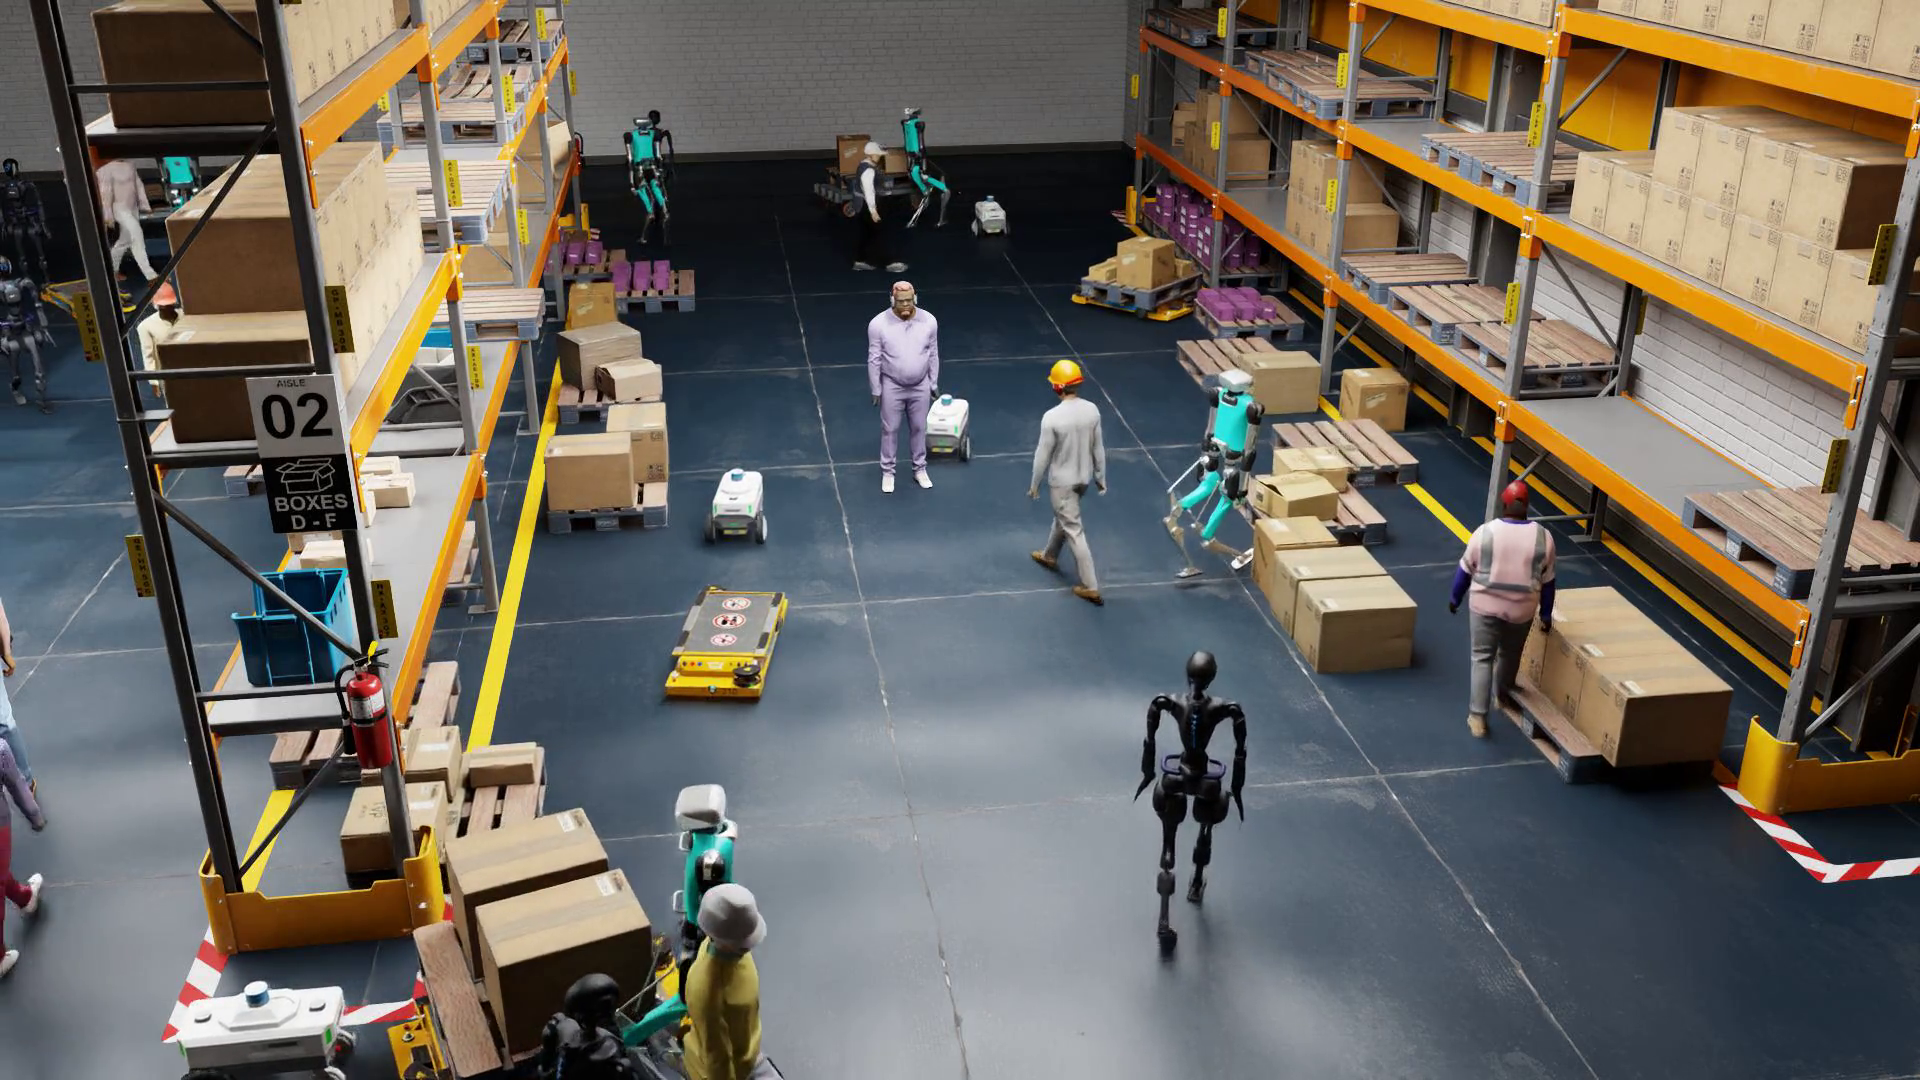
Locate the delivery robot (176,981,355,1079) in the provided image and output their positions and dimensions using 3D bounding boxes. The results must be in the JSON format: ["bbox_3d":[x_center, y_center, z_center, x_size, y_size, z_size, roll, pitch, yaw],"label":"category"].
[{"bbox_3d":[-3.324,2.383,7.916,0.815,0.614,0.499,-4,24,-8],"label":"delivery robot"}]

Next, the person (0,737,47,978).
[{"bbox_3d":[-5.083,1.442,8.723,0.525,1.591,0.833,0,24,0],"label":"person"}]

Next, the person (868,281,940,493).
[{"bbox_3d":[-0.485,-1.356,14.730,0.650,1.906,0.413,-7,25,-15],"label":"person"}]

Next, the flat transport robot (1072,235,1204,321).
[{"bbox_3d":[2.141,-2.950,20.399,1.431,0.231,0.659,19,30,36],"label":"flat transport robot"}]

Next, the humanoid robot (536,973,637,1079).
[{"bbox_3d":[-1.443,2.383,6.508,0.611,1.649,0.331,16,29,33],"label":"humanoid robot"}]

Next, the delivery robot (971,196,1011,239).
[{"bbox_3d":[0.434,-4.629,23.866,0.513,0.593,0.765,-3,24,-8],"label":"delivery robot"}]

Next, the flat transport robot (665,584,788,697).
[{"bbox_3d":[-1.668,0.718,12.043,0.659,0.231,1.431,1,24,2],"label":"flat transport robot"}]

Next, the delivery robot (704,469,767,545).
[{"bbox_3d":[-1.867,-0.286,13.997,0.499,0.614,0.815,0,24,0],"label":"delivery robot"}]

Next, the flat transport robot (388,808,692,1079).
[{"bbox_3d":[-2.047,2.387,8.241,1.431,0.231,0.659,-11,26,-24],"label":"flat transport robot"}]

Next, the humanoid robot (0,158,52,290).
[{"bbox_3d":[-11.796,-3.982,20.980,0.599,1.657,0.315,-3,24,-8],"label":"humanoid robot"}]

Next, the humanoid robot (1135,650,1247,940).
[{"bbox_3d":[1.228,1.352,8.913,0.601,1.656,0.744,5,24,12],"label":"humanoid robot"}]

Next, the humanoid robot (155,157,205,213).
[{"bbox_3d":[-10.394,-4.613,22.376,0.541,1.784,0.892,-8,25,-18],"label":"humanoid robot"}]

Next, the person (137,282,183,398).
[{"bbox_3d":[-7.160,-1.516,15.310,0.584,1.727,0.662,-19,30,-37],"label":"person"}]

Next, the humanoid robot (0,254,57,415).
[{"bbox_3d":[-9.472,-2.089,16.713,0.621,1.637,0.583,21,31,39],"label":"humanoid robot"}]

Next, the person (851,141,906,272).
[{"bbox_3d":[-1.081,-4.369,21.821,0.685,1.725,0.799,-2,24,-5],"label":"person"}]

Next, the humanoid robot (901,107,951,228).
[{"bbox_3d":[-0.423,-5.423,24.231,0.848,1.785,0.563,-13,27,-27],"label":"humanoid robot"}]

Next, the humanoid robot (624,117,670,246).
[{"bbox_3d":[-4.283,-4.907,23.122,0.546,1.828,0.764,-13,27,-27],"label":"humanoid robot"}]

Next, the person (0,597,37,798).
[{"bbox_3d":[-5.948,0.732,9.876,0.607,1.986,0.385,-19,30,-37],"label":"person"}]

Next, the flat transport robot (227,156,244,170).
[{"bbox_3d":[-9.999,-4.766,24.536,0.659,0.231,1.431,-3,24,-6],"label":"flat transport robot"}]

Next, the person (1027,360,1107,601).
[{"bbox_3d":[0.844,-0.487,12.846,0.577,1.838,0.995,-16,28,-32],"label":"person"}]

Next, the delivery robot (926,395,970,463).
[{"bbox_3d":[-0.134,-1.066,15.759,0.499,0.601,0.788,3,24,8],"label":"delivery robot"}]

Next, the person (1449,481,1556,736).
[{"bbox_3d":[3.557,0.412,10.933,0.634,1.731,0.676,5,24,12],"label":"person"}]

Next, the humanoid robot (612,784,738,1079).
[{"bbox_3d":[-1.329,1.944,7.475,0.758,1.826,0.531,-3,24,-6],"label":"humanoid robot"}]

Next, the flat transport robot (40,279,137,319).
[{"bbox_3d":[-10.730,-2.972,20.450,0.659,0.231,1.431,-22,32,-40],"label":"flat transport robot"}]

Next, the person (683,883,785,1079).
[{"bbox_3d":[-0.908,2.156,6.781,0.442,1.864,0.507,4,24,9],"label":"person"}]

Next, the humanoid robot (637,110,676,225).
[{"bbox_3d":[-4.498,-5.467,24.411,0.612,1.640,0.645,3,24,7],"label":"humanoid robot"}]

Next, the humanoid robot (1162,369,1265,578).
[{"bbox_3d":[1.942,-0.444,12.854,1.013,1.736,0.555,-16,28,-32],"label":"humanoid robot"}]

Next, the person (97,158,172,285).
[{"bbox_3d":[-10.702,-4.211,21.272,0.933,1.898,0.621,1,24,3],"label":"person"}]
